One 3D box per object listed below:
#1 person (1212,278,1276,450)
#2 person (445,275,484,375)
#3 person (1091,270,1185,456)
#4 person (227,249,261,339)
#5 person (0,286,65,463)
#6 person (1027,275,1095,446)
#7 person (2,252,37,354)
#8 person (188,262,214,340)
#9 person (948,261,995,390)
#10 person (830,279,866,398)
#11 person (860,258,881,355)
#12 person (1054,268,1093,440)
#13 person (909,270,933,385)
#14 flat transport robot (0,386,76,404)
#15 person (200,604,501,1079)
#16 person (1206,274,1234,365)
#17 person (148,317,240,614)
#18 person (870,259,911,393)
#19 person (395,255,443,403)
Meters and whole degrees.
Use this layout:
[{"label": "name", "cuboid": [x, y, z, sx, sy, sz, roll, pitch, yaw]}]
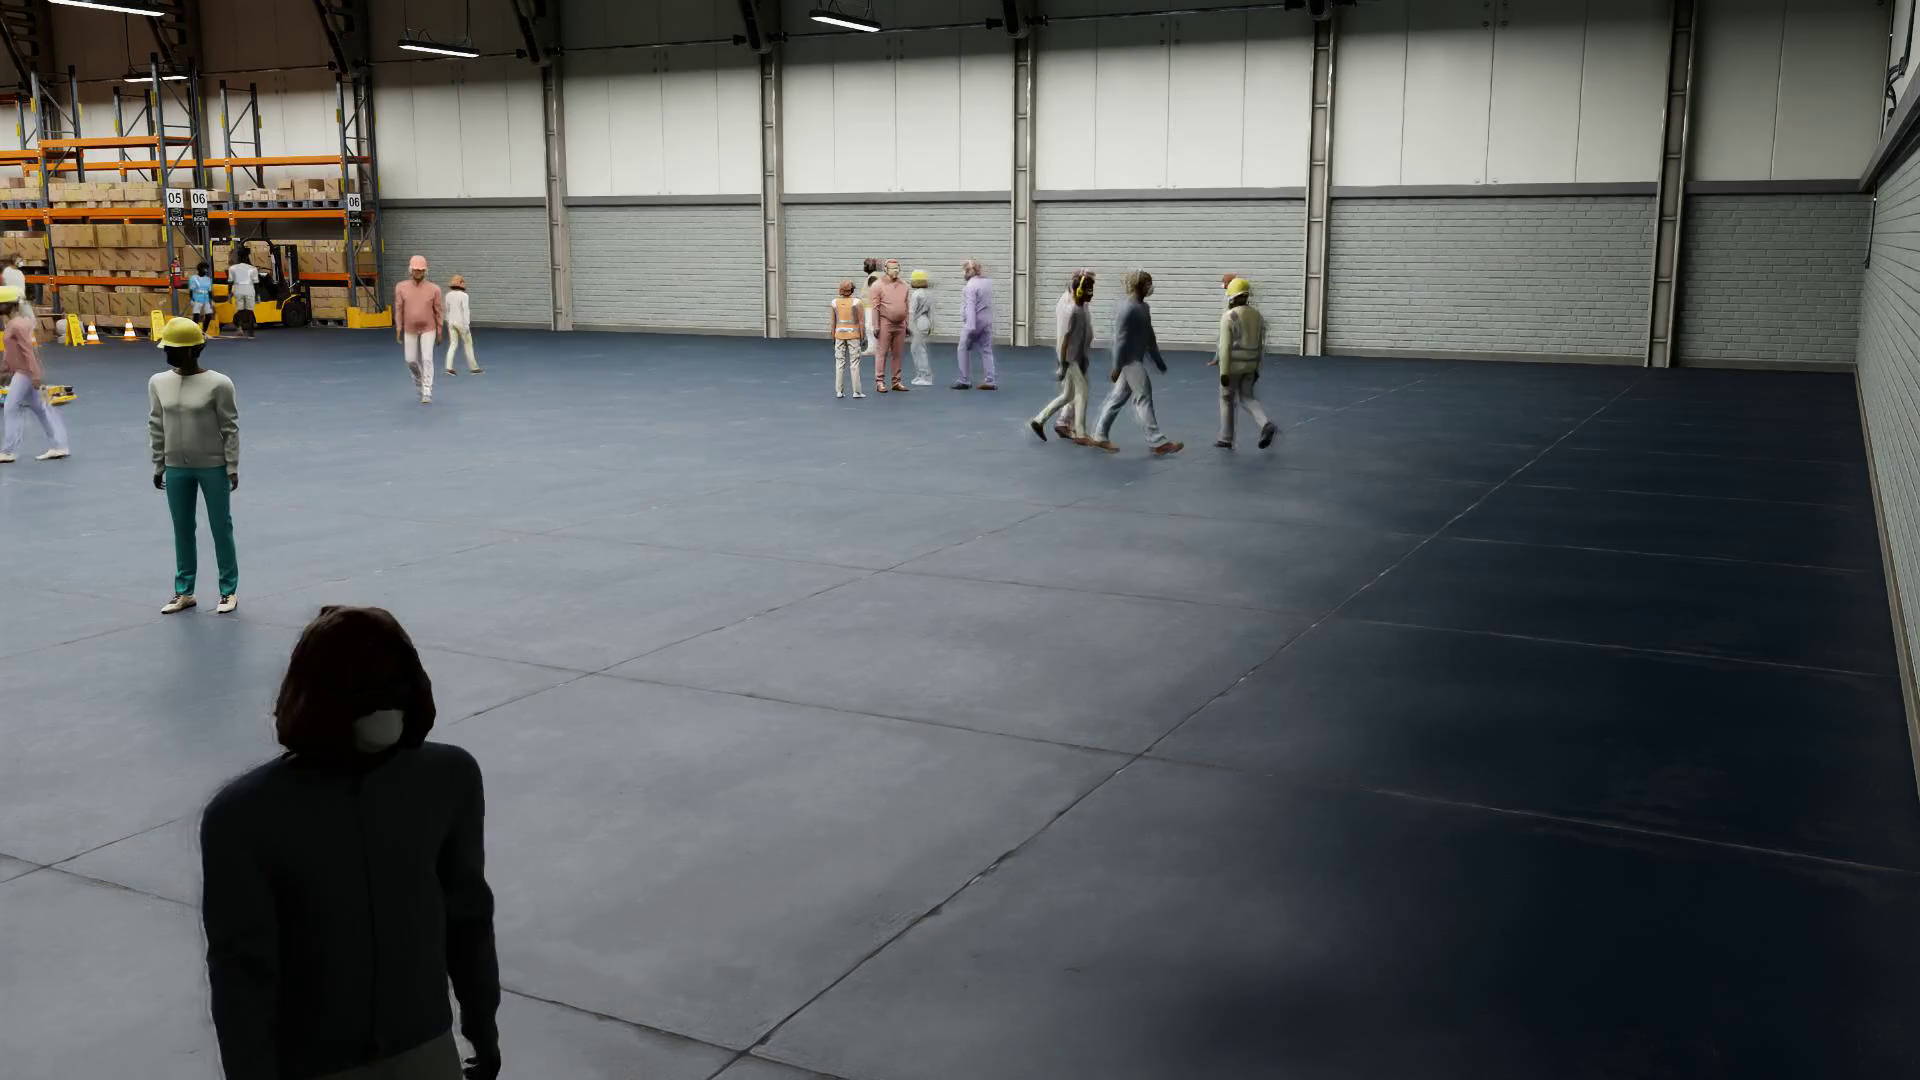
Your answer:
[{"label": "person", "cuboid": [2.941, -1.800, 17.213, 0.587, 1.811, 0.702, -7, 12, -33]}, {"label": "person", "cuboid": [-8.044, -3.448, 26.733, 0.518, 1.615, 0.632, 6, 12, 29]}, {"label": "person", "cuboid": [1.798, -1.804, 17.012, 1.006, 1.892, 0.636, 3, 11, 17]}, {"label": "person", "cuboid": [-15.585, -5.352, 36.203, 0.686, 1.939, 0.467, -2, 11, -13]}, {"label": "person", "cuboid": [-9.331, -1.618, 16.392, 0.847, 1.730, 0.548, -7, 13, -35]}, {"label": "person", "cuboid": [1.129, -1.921, 17.813, 0.807, 1.829, 0.568, 2, 11, 13]}, {"label": "person", "cuboid": [-17.548, -4.397, 31.036, 0.462, 1.928, 0.639, -1, 10, -5]}, {"label": "person", "cuboid": [-16.210, -5.079, 35.458, 0.327, 1.676, 0.589, 5, 11, 24]}, {"label": "person", "cuboid": [0.142, -3.106, 24.144, 0.810, 1.864, 0.718, 5, 11, 25]}, {"label": "person", "cuboid": [-1.542, -2.767, 22.926, 0.513, 1.641, 0.307, 3, 11, 17]}, {"label": "person", "cuboid": [-1.589, -4.354, 31.099, 0.546, 1.829, 0.624, -1, 10, -3]}, {"label": "person", "cuboid": [1.270, -2.031, 18.303, 0.394, 1.898, 0.703, 3, 11, 18]}, {"label": "person", "cuboid": [-0.638, -3.190, 25.008, 0.563, 1.724, 0.498, 4, 11, 20]}, {"label": "flat transport robot", "cuboid": [-12.609, -1.923, 22.060, 1.431, 0.197, 0.652, -1, 11, -8]}, {"label": "person", "cuboid": [-1.030, 0.910, 2.896, 0.512, 1.631, 0.326, -9, 14, -41]}, {"label": "person", "cuboid": [4.690, -3.773, 28.529, 0.850, 1.591, 0.519, 5, 12, 26]}, {"label": "person", "cuboid": [-4.535, -0.433, 9.863, 0.525, 1.765, 0.329, 0, 10, 2]}, {"label": "person", "cuboid": [-0.970, -3.073, 23.870, 0.643, 1.908, 0.399, -7, 13, -35]}, {"label": "person", "cuboid": [-7.280, -2.845, 22.418, 0.639, 1.978, 0.611, -2, 11, -10]}]
